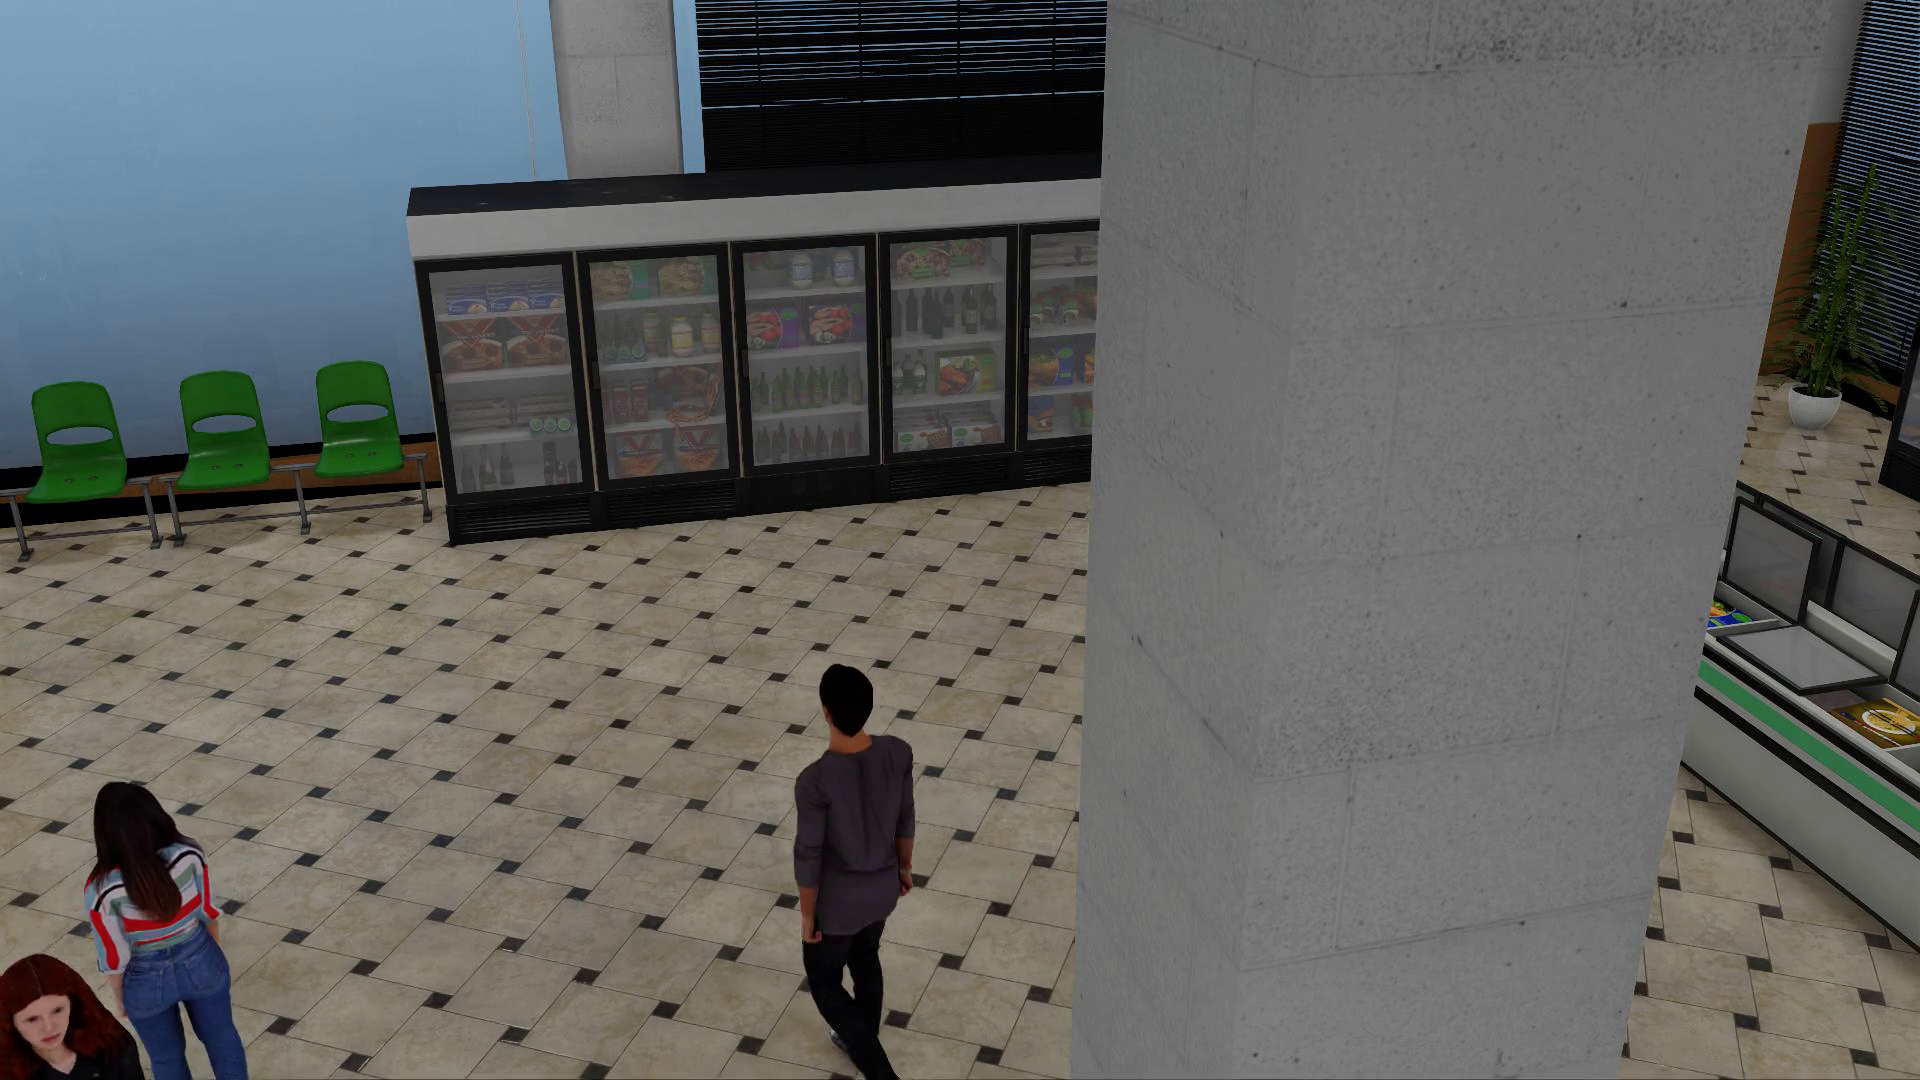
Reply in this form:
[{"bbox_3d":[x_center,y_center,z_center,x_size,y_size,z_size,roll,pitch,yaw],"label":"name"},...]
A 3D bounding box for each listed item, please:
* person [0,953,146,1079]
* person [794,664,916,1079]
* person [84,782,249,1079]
[{"bbox_3d":[-2.570,1.944,4.958,0.862,1.766,1.127,-17,29,-33],"label":"person"},{"bbox_3d":[-0.352,1.344,6.242,0.882,1.835,1.041,-16,28,-33],"label":"person"},{"bbox_3d":[-2.801,1.587,5.976,0.815,1.603,0.946,-20,31,-38],"label":"person"}]
